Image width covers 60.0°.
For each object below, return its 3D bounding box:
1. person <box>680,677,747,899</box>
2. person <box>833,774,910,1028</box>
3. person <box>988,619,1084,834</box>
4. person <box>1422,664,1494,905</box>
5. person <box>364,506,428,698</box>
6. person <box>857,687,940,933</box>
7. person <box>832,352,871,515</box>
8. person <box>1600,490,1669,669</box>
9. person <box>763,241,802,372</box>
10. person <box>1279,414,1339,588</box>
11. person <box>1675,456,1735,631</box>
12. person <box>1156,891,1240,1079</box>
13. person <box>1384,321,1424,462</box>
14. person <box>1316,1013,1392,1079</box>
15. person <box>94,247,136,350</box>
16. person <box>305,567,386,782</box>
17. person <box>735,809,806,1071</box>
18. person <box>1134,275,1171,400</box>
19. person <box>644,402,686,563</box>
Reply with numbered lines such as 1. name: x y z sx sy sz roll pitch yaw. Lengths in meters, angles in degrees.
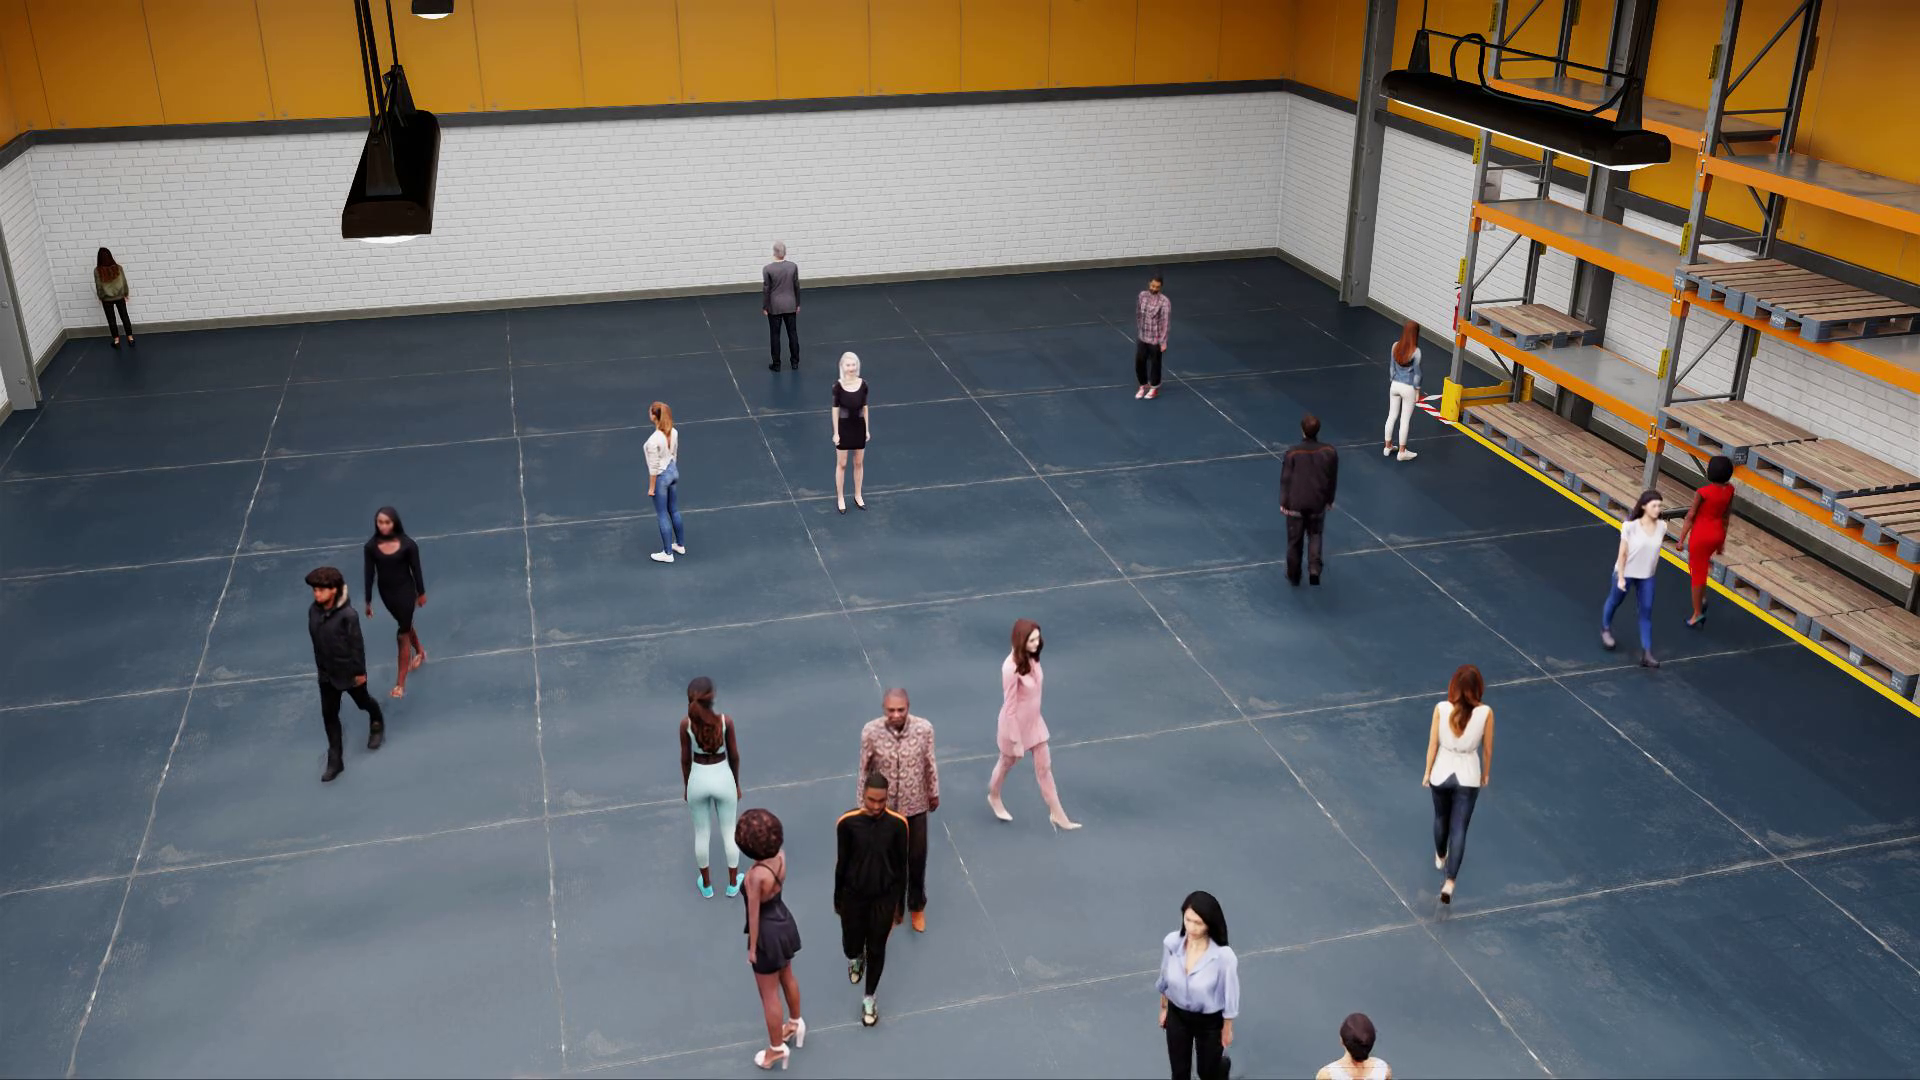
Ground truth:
1. person: -1.774 1.760 11.854 0.596 1.725 0.574 -2 24 -5
2. person: -0.565 2.236 10.685 0.749 1.791 0.876 1 24 2
3. person: 0.381 1.400 12.632 1.169 1.763 1.052 16 28 33
4. person: 3.530 1.749 11.838 0.969 1.760 1.143 7 25 16
5. person: -4.983 0.492 14.836 0.898 1.662 1.273 1 24 2
6. person: -0.423 1.790 11.711 0.840 1.786 0.933 0 24 -1
7. person: -1.213 -1.203 18.503 0.597 1.829 0.536 -10 25 -21
8. person: 6.127 0.316 15.264 0.753 1.640 1.138 -2 24 -4
9. person: -2.490 -3.281 23.240 0.737 1.843 0.640 -10 25 -21
10. person: 3.467 -0.342 16.535 0.828 1.829 0.882 -1 24 -1
11. person: 7.109 0.060 15.736 0.601 1.731 0.644 -9 25 -20
12. person: 1.401 2.732 9.626 0.939 1.729 0.991 15 28 30
13. person: 5.342 -1.809 20.048 0.740 1.702 0.584 -16 28 -33
14. person: 2.048 3.221 8.713 0.730 1.566 1.122 -1 24 -3
15. person: -12.383 -3.551 24.317 0.655 1.475 0.636 -18 29 -35
16. person: -4.991 1.009 13.540 0.947 1.752 1.195 4 24 10
17. person: -1.149 2.444 10.218 0.730 1.784 0.660 8 25 18
18. person: 2.541 -2.710 22.080 0.843 1.725 0.909 21 31 39
19. person: -3.075 -0.617 17.299 0.748 1.719 0.667 10 26 23
